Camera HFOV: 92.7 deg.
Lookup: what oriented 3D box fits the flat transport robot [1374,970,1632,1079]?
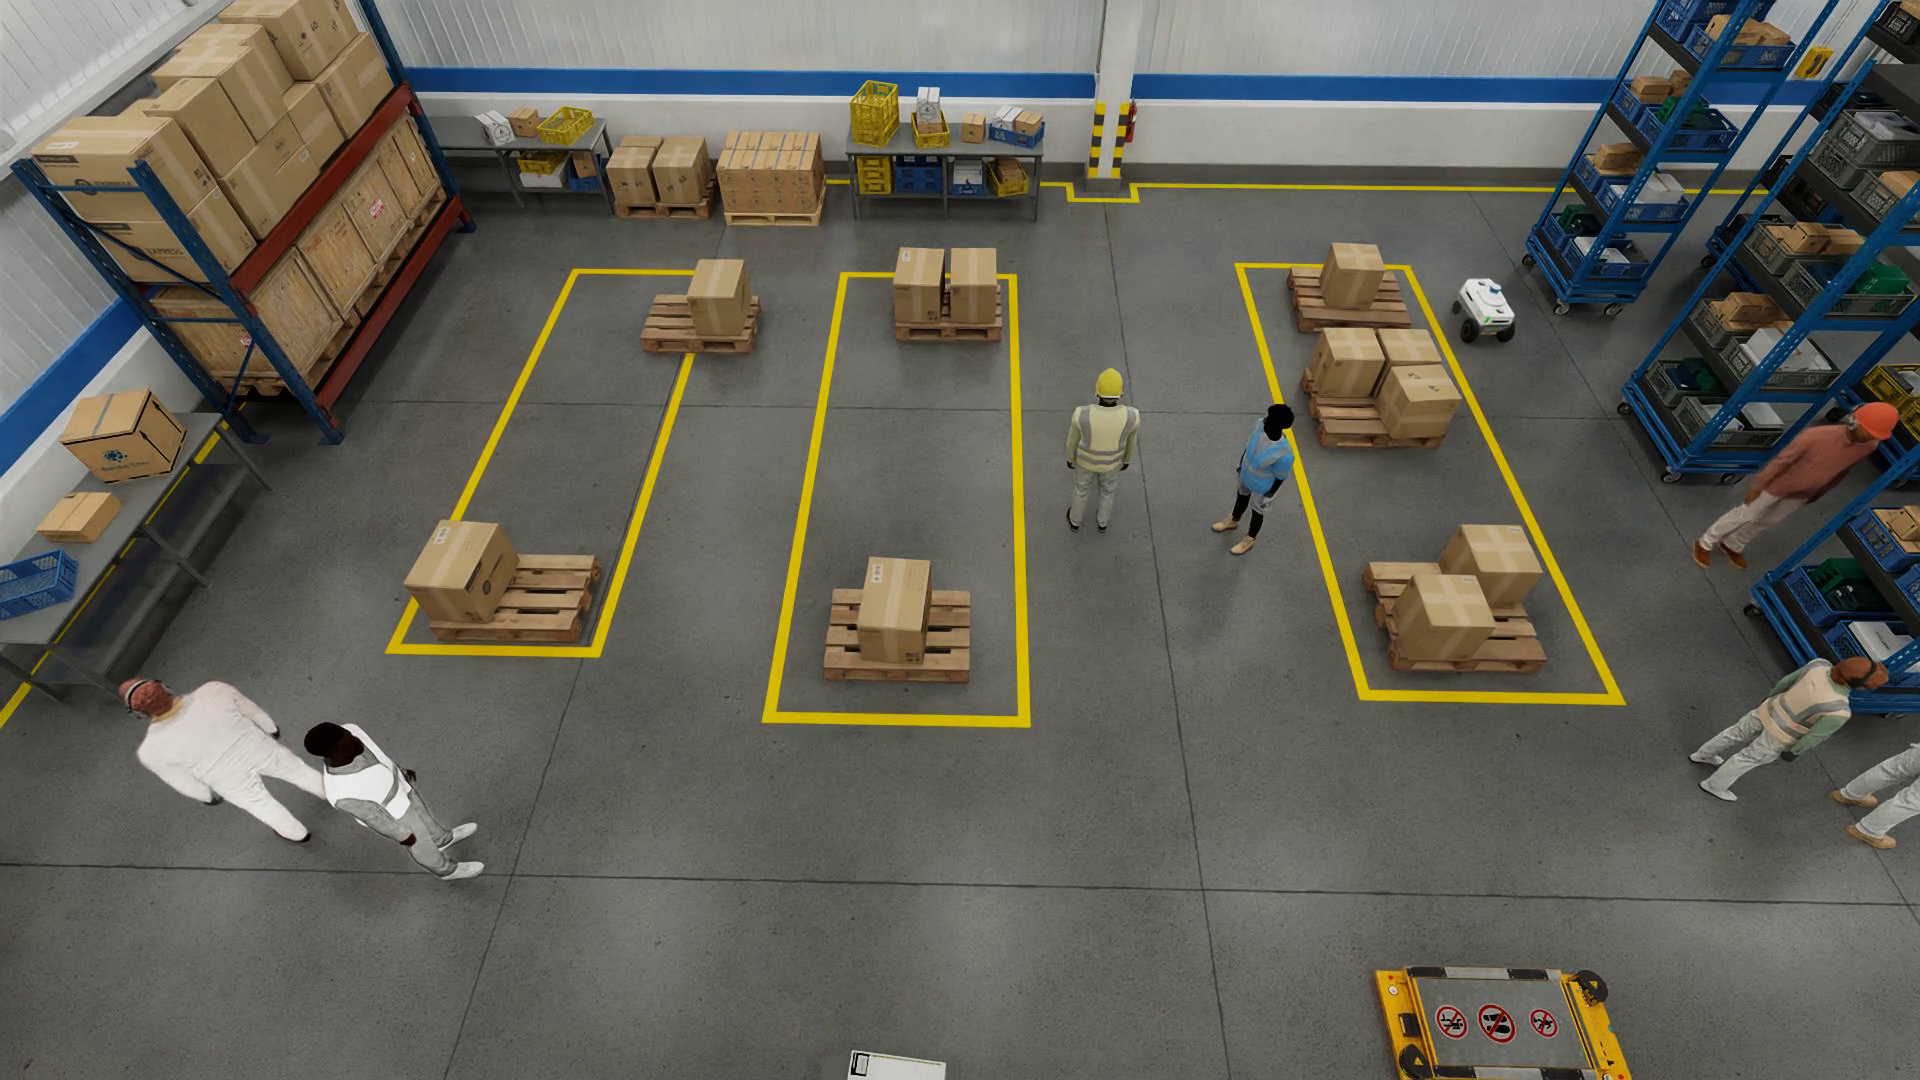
[{"bbox_3d":[3.501,3.133,5.914,1.431,0.197,0.652,1,51,1],"label":"flat transport robot"}]

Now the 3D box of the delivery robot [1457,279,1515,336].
[{"bbox_3d":[5.983,-2.677,10.410,0.477,0.478,0.707,-1,51,-1],"label":"delivery robot"}]

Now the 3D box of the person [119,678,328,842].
[{"bbox_3d":[-4.939,1.475,6.227,0.396,1.900,0.653,19,53,15],"label":"person"}]

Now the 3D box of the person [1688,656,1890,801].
[{"bbox_3d":[5.846,1.315,6.520,0.311,1.636,0.523,10,51,8],"label":"person"}]

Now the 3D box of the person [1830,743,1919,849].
[{"bbox_3d":[6.780,1.514,6.229,0.429,1.842,0.626,10,52,8],"label":"person"}]

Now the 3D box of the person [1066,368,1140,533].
[{"bbox_3d":[1.227,-0.751,8.088,0.595,1.824,0.404,0,51,0],"label":"person"}]

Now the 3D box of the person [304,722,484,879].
[{"bbox_3d":[-3.724,1.716,6.014,0.392,1.920,0.593,-20,54,-16],"label":"person"}]

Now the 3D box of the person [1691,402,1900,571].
[{"bbox_3d":[7.012,-0.423,7.719,0.639,1.981,0.434,6,51,5],"label":"person"}]

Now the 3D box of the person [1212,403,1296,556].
[{"bbox_3d":[2.590,-0.532,7.986,0.321,1.697,0.529,-16,53,-13],"label":"person"}]
